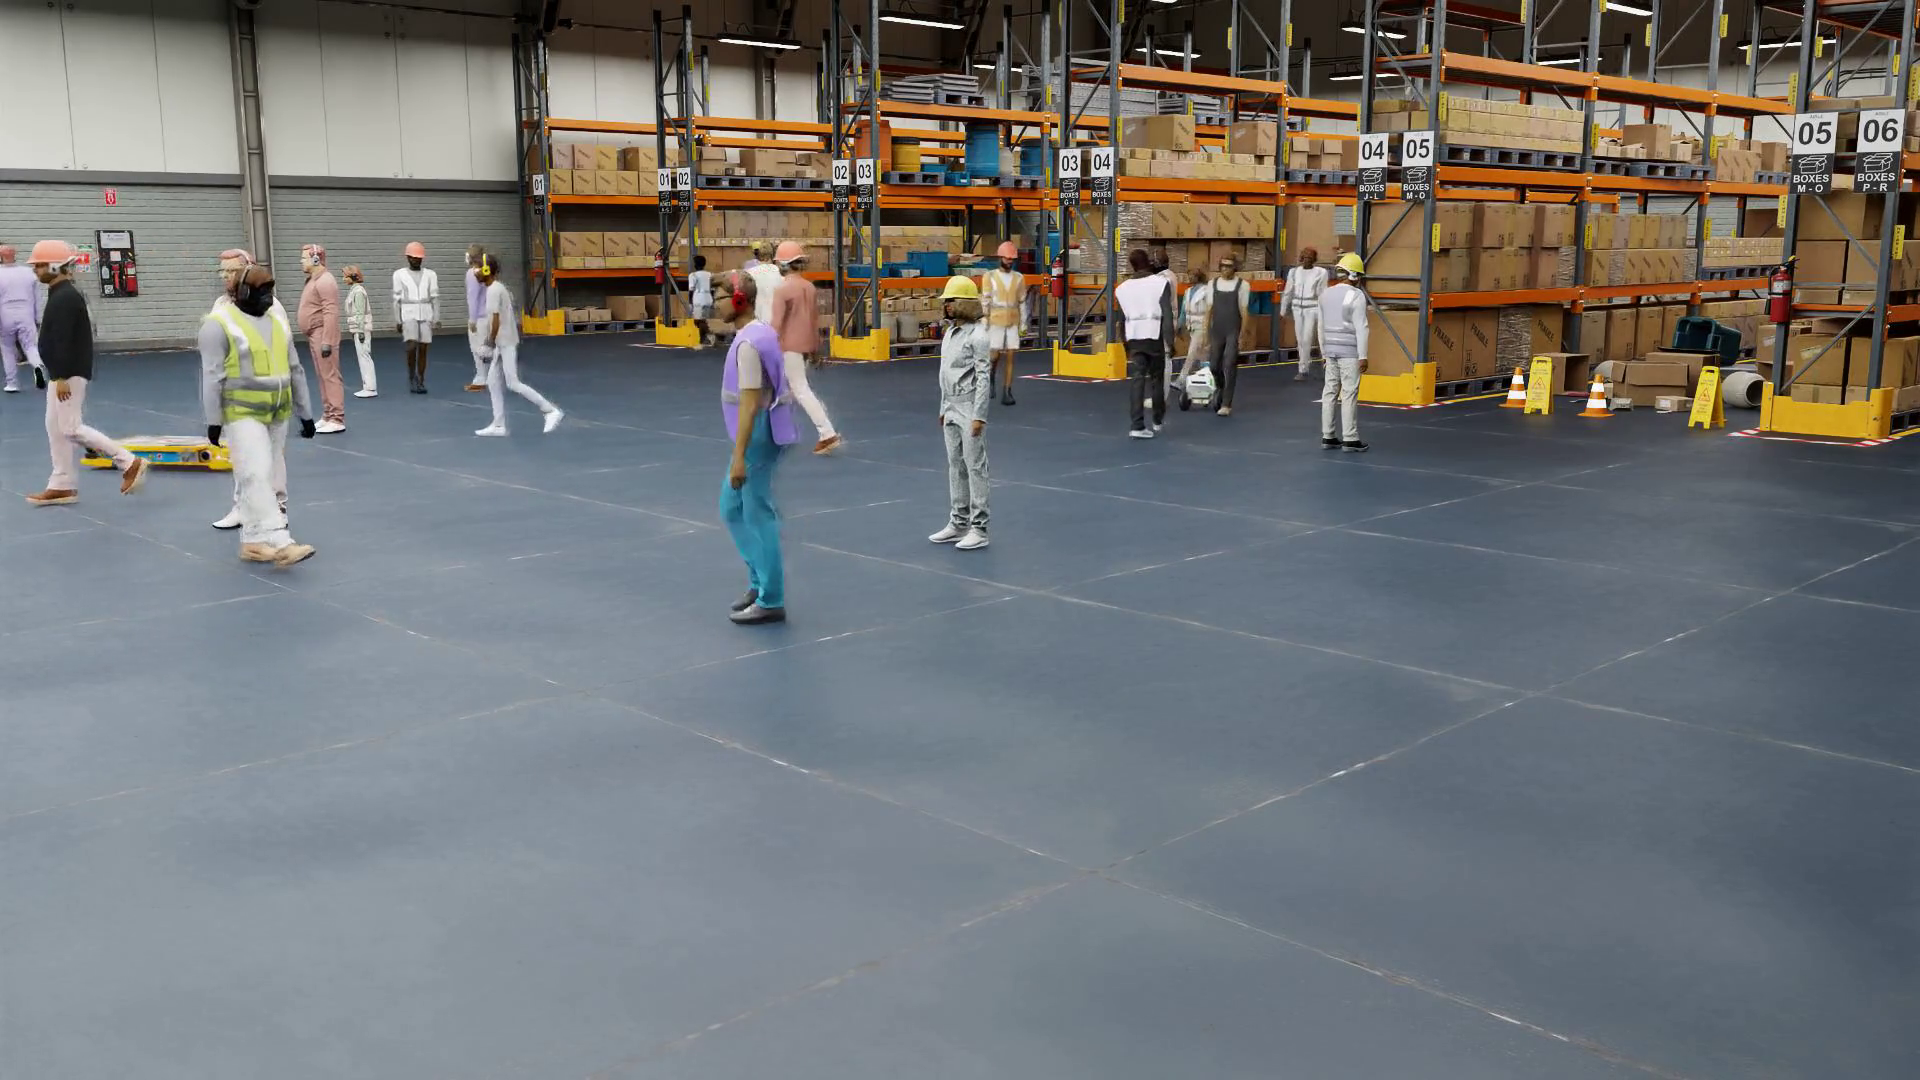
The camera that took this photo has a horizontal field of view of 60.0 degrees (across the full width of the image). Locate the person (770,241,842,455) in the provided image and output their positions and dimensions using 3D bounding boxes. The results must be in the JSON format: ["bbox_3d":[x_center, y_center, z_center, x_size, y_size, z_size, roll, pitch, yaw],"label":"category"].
[{"bbox_3d":[-1.493,-1.762,15.294,1.003,1.954,0.628,5,11,25],"label":"person"}]

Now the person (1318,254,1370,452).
[{"bbox_3d":[3.614,-1.754,15.590,0.403,1.822,0.589,-6,12,-31],"label":"person"}]

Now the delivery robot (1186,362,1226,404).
[{"bbox_3d":[2.889,-1.822,19.277,0.477,0.478,0.707,5,12,27],"label":"delivery robot"}]

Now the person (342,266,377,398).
[{"bbox_3d":[-7.461,-2.585,20.664,0.323,1.629,0.514,-5,12,-26],"label":"person"}]

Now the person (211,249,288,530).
[{"bbox_3d":[-4.859,-1.011,11.308,0.643,1.908,0.411,5,11,25],"label":"person"}]

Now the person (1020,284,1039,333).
[{"bbox_3d":[1.306,-4.803,32.442,0.528,1.742,0.704,9,13,39],"label":"person"}]

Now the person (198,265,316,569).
[{"bbox_3d":[-4.162,-0.744,10.087,0.771,1.814,0.657,4,11,22],"label":"person"}]

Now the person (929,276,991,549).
[{"bbox_3d":[0.008,-0.822,10.721,0.301,1.745,0.483,-6,12,-30],"label":"person"}]

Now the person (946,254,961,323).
[{"bbox_3d":[-0.135,-5.046,34.107,0.503,1.614,0.585,10,14,43],"label":"person"}]

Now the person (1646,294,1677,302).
[{"bbox_3d":[12.760,-4.467,30.251,0.500,1.864,0.601,-9,14,-40],"label":"person"}]

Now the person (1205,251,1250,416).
[{"bbox_3d":[3.015,-2.326,18.704,0.510,1.827,0.505,5,12,26],"label":"person"}]

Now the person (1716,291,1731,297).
[{"bbox_3d":[16.593,-5.539,36.056,0.588,1.903,0.777,-5,11,-24],"label":"person"}]

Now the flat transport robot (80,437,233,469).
[{"bbox_3d":[-6.873,-0.777,14.612,1.431,0.197,0.652,1,11,8],"label":"flat transport robot"}]

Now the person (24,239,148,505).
[{"bbox_3d":[-6.625,-1.256,12.467,0.736,1.973,0.621,-7,12,-33],"label":"person"}]

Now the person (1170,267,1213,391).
[{"bbox_3d":[2.985,-2.703,21.373,0.861,1.587,0.545,-5,11,-25],"label":"person"}]

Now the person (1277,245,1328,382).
[{"bbox_3d":[4.690,-3.102,22.845,0.614,1.848,0.825,8,13,36],"label":"person"}]

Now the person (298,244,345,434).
[{"bbox_3d":[-6.529,-2.050,16.973,0.399,1.909,0.642,-6,12,-29],"label":"person"}]

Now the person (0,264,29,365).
[{"bbox_3d":[-14.727,-3.606,25.453,0.633,1.912,1.018,7,12,32],"label":"person"}]

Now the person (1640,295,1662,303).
[{"bbox_3d":[13.325,-4.780,32.011,0.460,1.851,0.548,-9,14,-40],"label":"person"}]

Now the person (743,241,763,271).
[{"bbox_3d":[-3.482,-4.196,28.688,0.601,1.900,0.550,6,12,28],"label":"person"}]

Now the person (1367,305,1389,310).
[{"bbox_3d":[5.359,-2.919,22.018,0.618,1.784,0.922,9,14,40],"label":"person"}]

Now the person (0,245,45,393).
[{"bbox_3d":[-12.036,-2.819,21.221,0.654,1.885,0.709,-10,14,-44],"label":"person"}]

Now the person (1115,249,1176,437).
[{"bbox_3d":[1.896,-1.984,16.761,0.678,1.850,0.949,4,11,21],"label":"person"}]

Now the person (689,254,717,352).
[{"bbox_3d":[-4.420,-4.096,28.783,0.650,1.680,0.532,9,14,41],"label":"person"}]

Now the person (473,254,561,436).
[{"bbox_3d":[-4.481,-1.960,16.730,0.784,1.825,0.510,-3,11,-17],"label":"person"}]

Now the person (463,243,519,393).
[{"bbox_3d":[-6.046,-2.844,21.323,0.693,1.913,0.634,0,10,0],"label":"person"}]

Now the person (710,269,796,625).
[{"bbox_3d":[-1.089,-0.480,8.674,0.462,1.821,0.697,-1,10,-4],"label":"person"}]

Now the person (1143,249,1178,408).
[{"bbox_3d":[2.325,-2.473,19.478,0.429,1.838,0.621,3,11,16],"label":"person"}]

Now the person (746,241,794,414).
[{"bbox_3d":[-2.151,-2.384,18.713,0.629,1.937,0.379,1,10,3],"label":"person"}]

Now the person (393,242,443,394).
[{"bbox_3d":[-6.855,-2.812,21.098,0.547,1.912,0.664,-6,12,-30],"label":"person"}]

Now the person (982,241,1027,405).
[{"bbox_3d":[0.527,-2.587,19.833,0.576,1.926,0.449,-4,11,-19],"label":"person"}]
